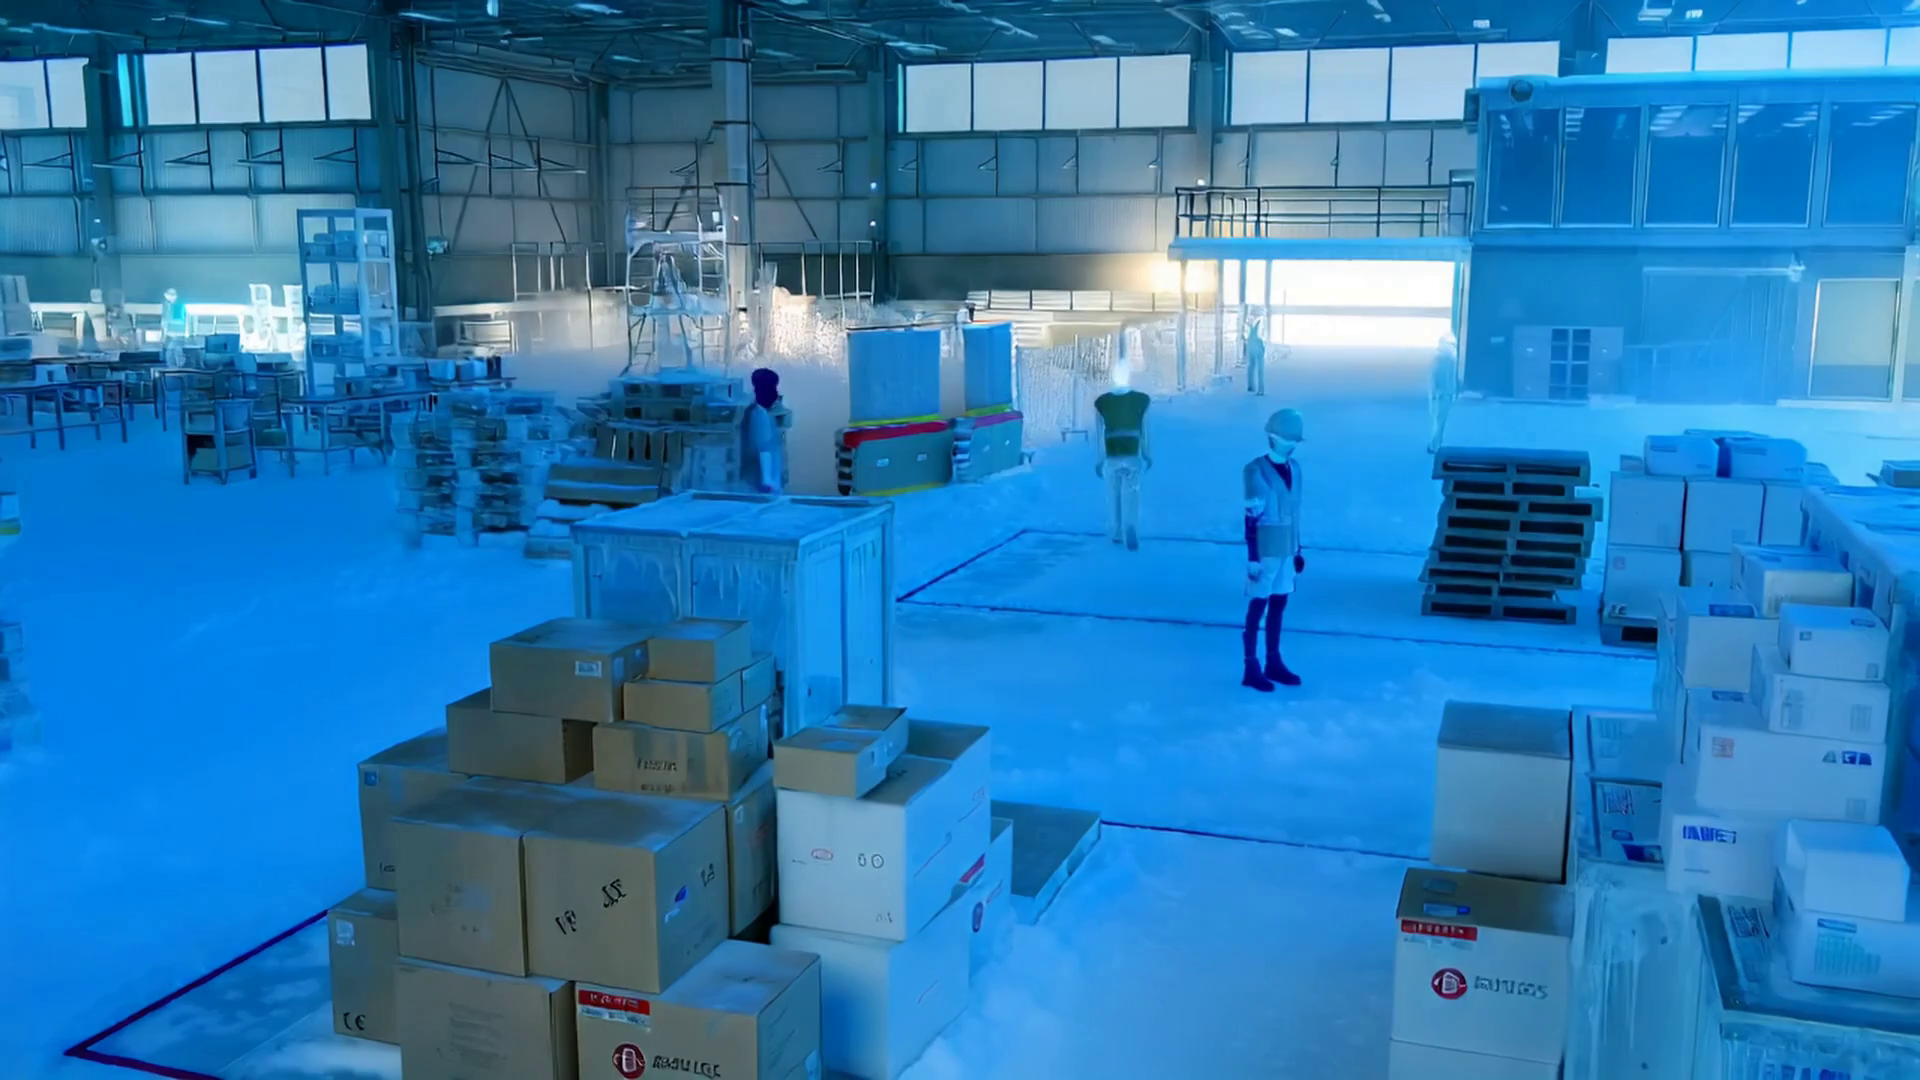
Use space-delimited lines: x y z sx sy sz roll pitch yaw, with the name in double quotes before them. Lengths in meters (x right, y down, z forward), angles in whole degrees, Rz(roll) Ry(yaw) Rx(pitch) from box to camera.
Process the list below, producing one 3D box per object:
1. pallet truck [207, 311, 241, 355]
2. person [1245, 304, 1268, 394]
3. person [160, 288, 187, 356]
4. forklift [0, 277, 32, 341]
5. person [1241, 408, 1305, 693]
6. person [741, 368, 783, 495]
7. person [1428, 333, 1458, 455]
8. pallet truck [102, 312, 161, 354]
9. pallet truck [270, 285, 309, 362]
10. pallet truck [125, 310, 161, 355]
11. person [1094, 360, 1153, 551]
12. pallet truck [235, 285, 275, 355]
"pallet truck" -19.537 -5.575 44.913 0.653 1.274 1.630 3 11 19
"person" 6.053 -3.889 33.898 0.507 1.842 0.339 9 13 40
"person" -18.508 -4.911 39.124 0.406 2.034 0.608 7 12 34
"forklift" -27.151 -6.329 46.328 1.157 1.987 2.680 3 11 17
"person" 2.163 0.065 11.373 0.542 1.936 0.364 -9 13 -40
"person" -1.867 -0.588 15.036 0.752 1.943 0.609 -5 11 -25
"person" 7.040 -2.122 24.164 0.327 1.767 0.533 9 13 41
"pallet truck" -23.057 -5.777 46.261 0.680 1.201 1.601 3 11 19
"pallet truck" -17.147 -5.700 43.663 0.823 1.965 1.885 3 11 17
"pallet truck" -22.038 -5.665 45.457 0.704 1.261 1.522 3 11 17
"person" 1.636 -0.850 16.673 0.605 1.892 0.883 0 10 3
"pallet truck" -18.327 -5.835 44.421 0.823 1.965 1.885 4 11 23
